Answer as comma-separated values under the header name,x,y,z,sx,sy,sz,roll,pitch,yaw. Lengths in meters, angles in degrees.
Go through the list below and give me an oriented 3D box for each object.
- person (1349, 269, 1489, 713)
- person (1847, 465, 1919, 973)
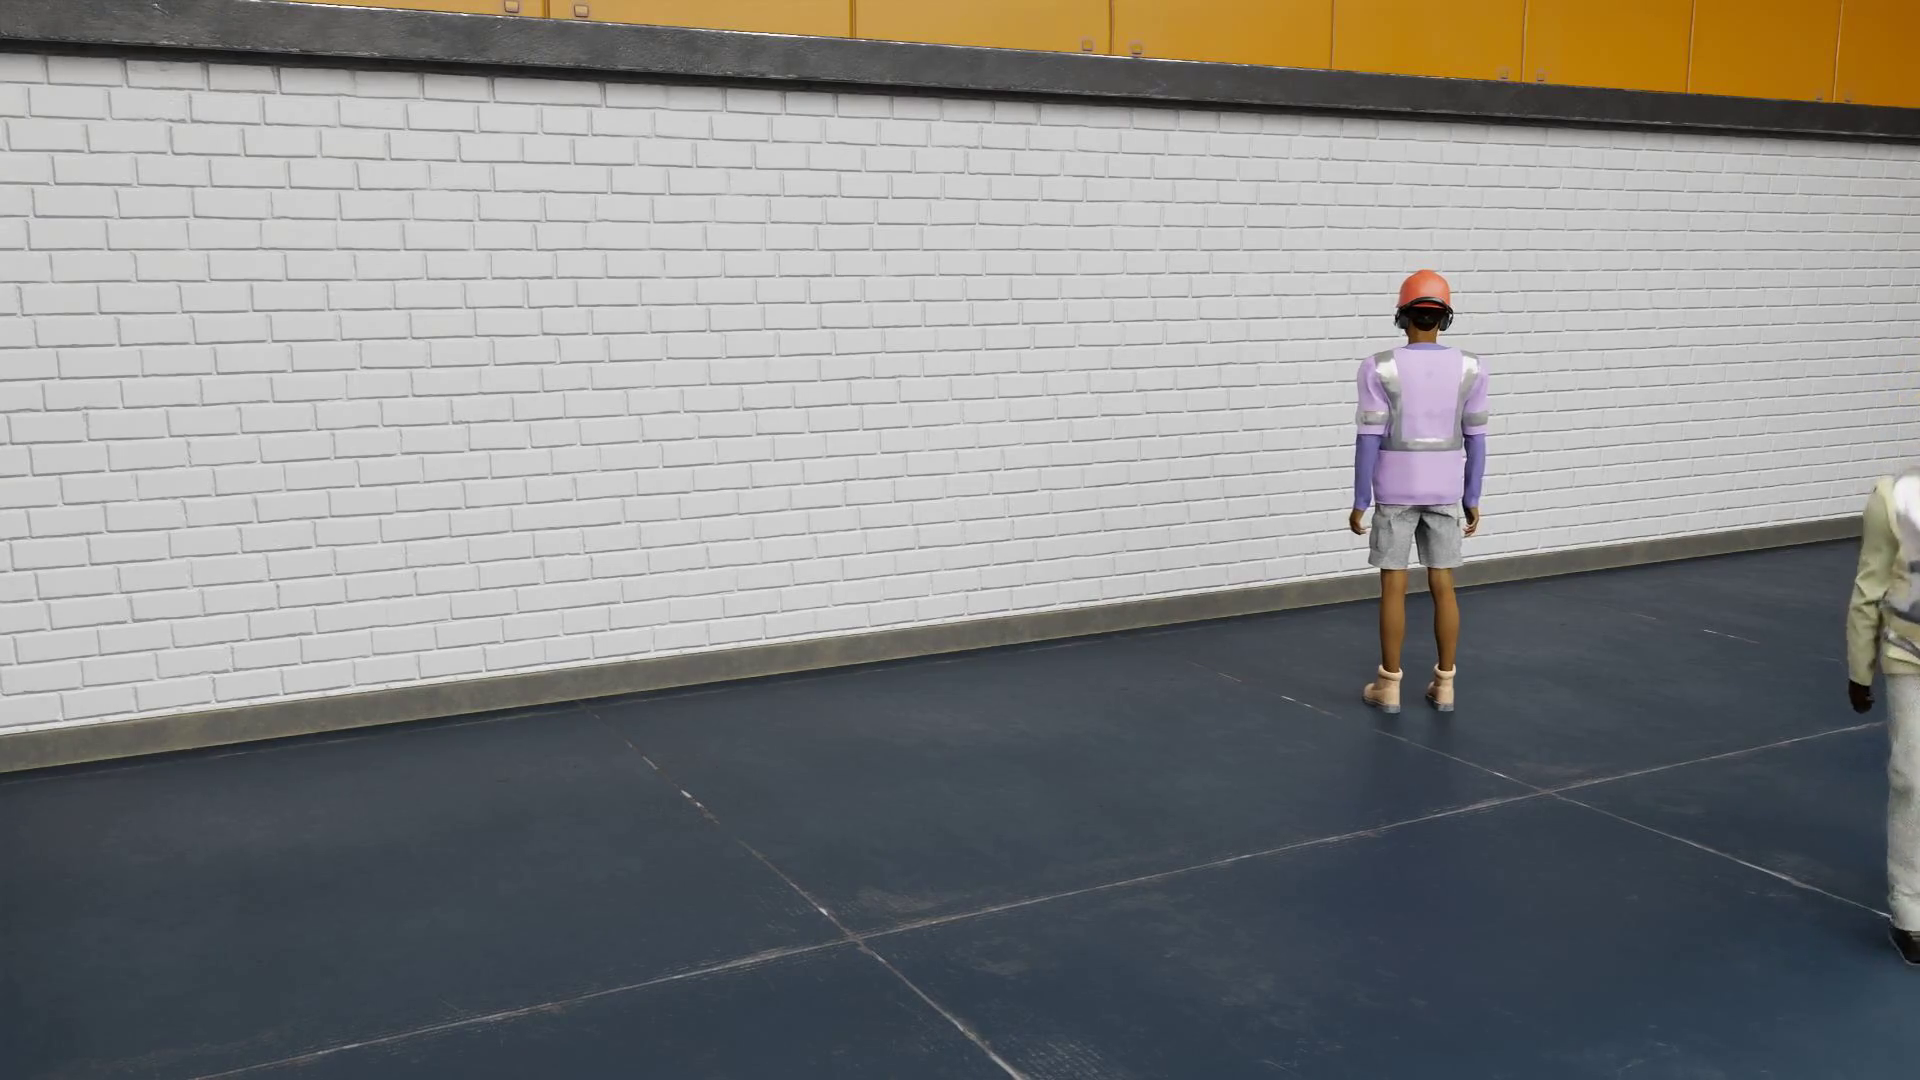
name,x,y,z,sx,sy,sz,roll,pitch,yaw
person,2.105,-0.220,7.701,0.613,2.041,0.393,0,10,-2
person,3.030,0.356,5.079,0.603,1.811,0.715,3,10,17
